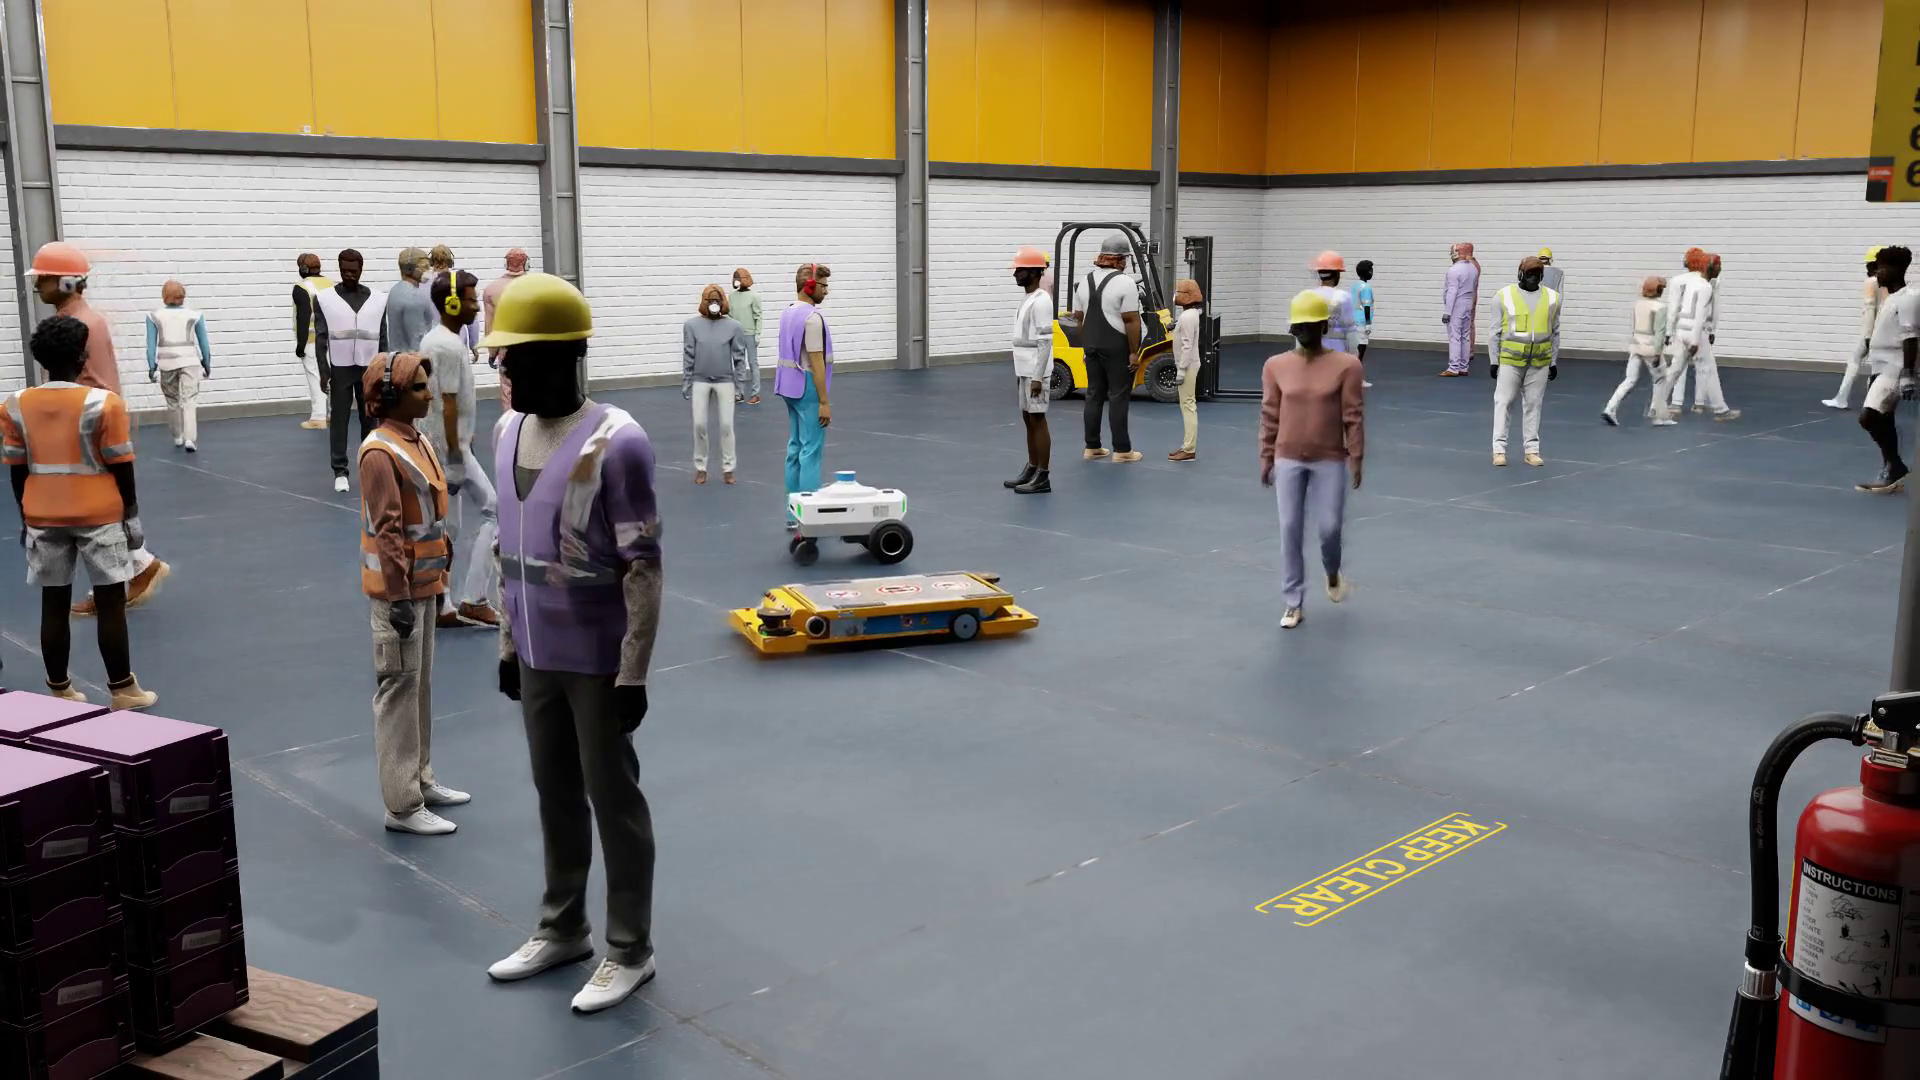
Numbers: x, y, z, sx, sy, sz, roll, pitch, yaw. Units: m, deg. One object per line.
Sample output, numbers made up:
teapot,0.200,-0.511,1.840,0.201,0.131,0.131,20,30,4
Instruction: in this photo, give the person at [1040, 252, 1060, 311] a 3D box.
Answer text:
person,1.284,-3.547,25.635,0.522,1.769,0.310,3,11,16

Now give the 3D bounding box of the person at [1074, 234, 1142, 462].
person,1.388,-1.729,14.972,0.535,2.000,0.684,-9,14,-41

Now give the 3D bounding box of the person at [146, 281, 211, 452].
person,-7.368,-1.638,15.698,0.536,1.594,0.872,-4,11,-19

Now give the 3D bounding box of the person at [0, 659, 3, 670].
person,-4.640,-0.309,7.524,0.543,1.933,0.369,-1,10,-4

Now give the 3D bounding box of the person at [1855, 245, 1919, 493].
person,7.226,-1.314,12.951,0.432,1.946,0.645,3,11,16

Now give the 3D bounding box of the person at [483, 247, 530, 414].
person,-4.122,-1.782,15.629,0.643,1.910,0.400,-2,11,-8

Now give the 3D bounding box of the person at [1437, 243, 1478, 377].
person,7.115,-3.284,23.832,0.639,1.904,0.407,-10,14,-42

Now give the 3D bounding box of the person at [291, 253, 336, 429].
person,-6.781,-2.091,17.498,0.429,1.839,0.634,3,11,16

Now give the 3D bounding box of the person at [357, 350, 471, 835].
person,-1.884,0.176,5.678,0.307,1.641,0.514,-1,10,-7

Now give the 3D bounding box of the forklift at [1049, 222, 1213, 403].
forklift,1.935,-2.847,20.651,2.313,2.155,1.214,2,11,13

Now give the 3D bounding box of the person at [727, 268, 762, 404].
person,-2.597,-2.455,20.042,0.501,1.633,0.281,7,12,32

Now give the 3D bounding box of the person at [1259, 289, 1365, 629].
person,1.835,-0.429,8.667,0.552,1.745,0.544,4,11,20

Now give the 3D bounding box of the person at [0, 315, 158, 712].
person,-3.696,-0.088,6.960,0.551,1.694,0.318,0,10,0

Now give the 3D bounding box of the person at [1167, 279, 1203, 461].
person,2.026,-1.528,14.979,0.284,1.636,0.500,2,11,11

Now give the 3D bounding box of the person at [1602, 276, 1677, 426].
person,7.230,-1.993,17.604,0.821,1.605,0.528,-3,11,-18

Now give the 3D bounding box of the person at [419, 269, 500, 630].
person,-2.530,-0.448,8.528,0.569,1.851,0.511,-6,12,-31

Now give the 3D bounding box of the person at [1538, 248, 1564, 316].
person,9.123,-3.650,26.034,0.590,1.827,0.404,1,10,7

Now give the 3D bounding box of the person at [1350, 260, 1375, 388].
person,5.346,-2.875,22.160,0.317,1.695,0.540,-1,10,-8

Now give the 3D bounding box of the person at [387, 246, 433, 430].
person,-4.203,-1.279,12.804,0.362,1.936,0.631,-6,12,-30

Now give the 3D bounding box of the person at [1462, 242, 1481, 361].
person,8.164,-3.852,26.922,0.400,1.905,0.644,7,12,33

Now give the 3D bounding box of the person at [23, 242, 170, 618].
person,-4.591,-0.561,8.742,0.469,1.982,0.639,-8,13,-37

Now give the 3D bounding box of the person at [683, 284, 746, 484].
person,-1.998,-1.261,13.562,0.505,1.630,0.278,-1,10,-3

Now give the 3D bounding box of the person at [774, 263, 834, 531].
person,-1.043,-0.943,11.239,0.389,1.837,0.563,-5,12,-27

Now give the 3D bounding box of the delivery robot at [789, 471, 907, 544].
delivery robot,-0.702,-0.187,10.364,0.707,0.478,0.477,-3,11,-13

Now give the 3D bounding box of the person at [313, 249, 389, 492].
person,-4.837,-1.355,13.281,0.587,1.914,0.391,-8,13,-36

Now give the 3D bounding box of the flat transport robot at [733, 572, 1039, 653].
flat transport robot,-0.383,0.351,8.460,1.431,0.197,0.652,-4,11,-20

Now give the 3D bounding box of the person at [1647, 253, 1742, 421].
person,8.061,-2.211,18.193,0.965,1.836,0.581,0,10,1

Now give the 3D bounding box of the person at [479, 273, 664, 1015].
person,-1.028,0.275,4.353,0.590,1.926,0.388,8,13,38

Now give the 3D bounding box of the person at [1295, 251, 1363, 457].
person,3.241,-1.619,14.816,1.007,1.893,0.548,-8,13,-37

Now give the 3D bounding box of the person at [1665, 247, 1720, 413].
person,8.339,-2.385,18.974,0.572,1.886,0.353,0,10,2

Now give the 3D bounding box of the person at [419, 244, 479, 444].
person,-4.933,-1.859,15.956,0.635,1.938,0.359,-4,11,-20

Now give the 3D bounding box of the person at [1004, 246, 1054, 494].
person,0.551,-1.333,13.089,0.361,1.939,0.543,-2,11,-12

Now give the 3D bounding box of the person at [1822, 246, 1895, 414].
person,10.427,-2.410,19.106,0.598,1.888,0.906,-5,11,-24

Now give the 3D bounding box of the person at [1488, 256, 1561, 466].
person,4.966,-1.567,14.636,0.627,1.843,0.429,0,10,1
